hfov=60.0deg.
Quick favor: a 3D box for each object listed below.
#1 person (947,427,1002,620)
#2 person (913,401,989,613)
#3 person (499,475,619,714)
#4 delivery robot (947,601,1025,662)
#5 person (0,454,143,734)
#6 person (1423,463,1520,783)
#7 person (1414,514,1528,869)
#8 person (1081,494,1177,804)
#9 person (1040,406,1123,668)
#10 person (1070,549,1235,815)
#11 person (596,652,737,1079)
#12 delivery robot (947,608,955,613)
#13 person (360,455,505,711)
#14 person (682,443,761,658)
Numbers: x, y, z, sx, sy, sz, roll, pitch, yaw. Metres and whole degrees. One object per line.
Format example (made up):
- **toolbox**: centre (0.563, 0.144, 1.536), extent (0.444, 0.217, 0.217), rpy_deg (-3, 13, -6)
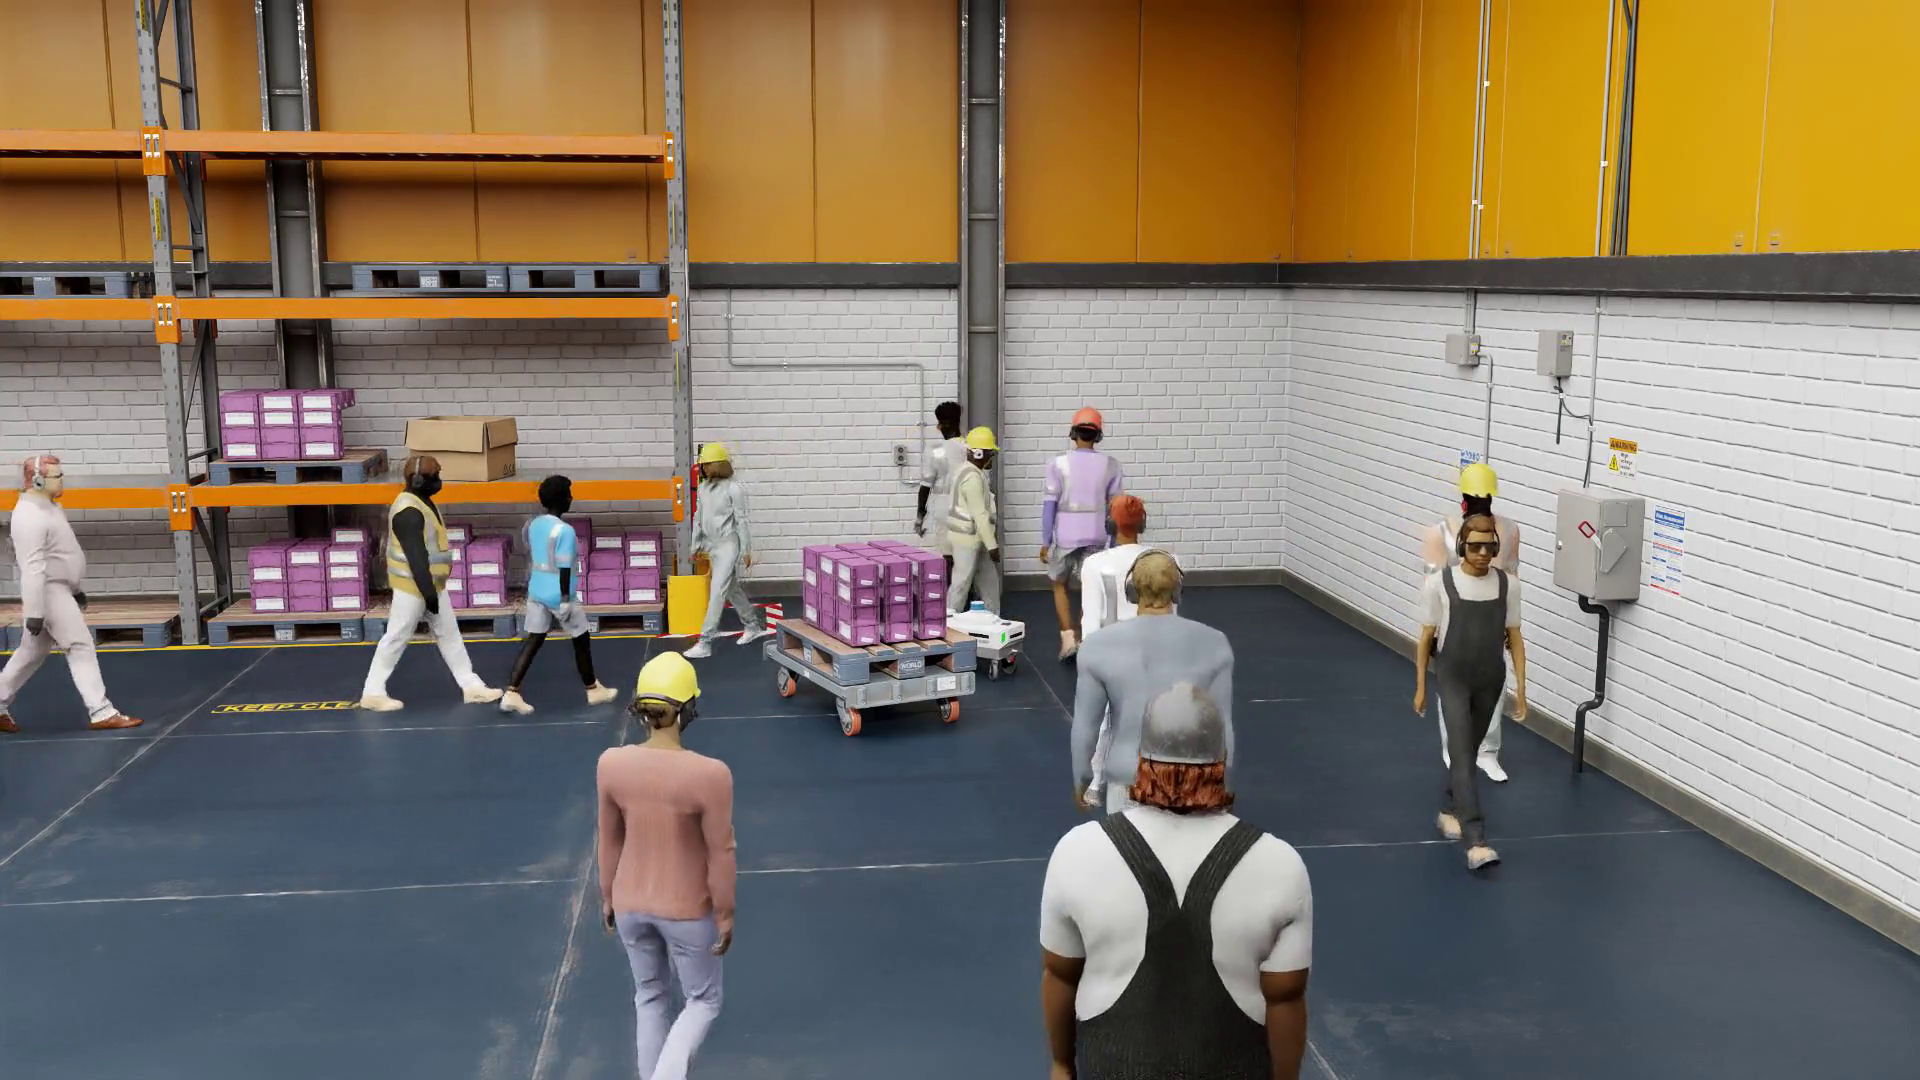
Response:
- **person**: centre (0.200, -0.013, 13.434), extent (0.796, 1.797, 0.627), rpy_deg (0, 9, -2)
- **person**: centre (-0.066, -0.222, 14.309), extent (0.613, 1.937, 0.511), rpy_deg (-5, 11, -30)
- **person**: centre (-2.816, 0.374, 11.475), extent (0.859, 1.656, 0.539), rpy_deg (-9, 13, -43)
- **delivery robot**: centre (0.129, 0.705, 12.550), extent (0.707, 0.478, 0.477), rpy_deg (6, 11, 33)
- **person**: centre (-6.003, 0.360, 10.905), extent (0.960, 1.870, 0.635), rpy_deg (-5, 10, -27)
- **person**: centre (3.078, 0.496, 9.930), extent (0.624, 1.901, 0.704), rpy_deg (-1, 9, -5)
- **person**: centre (2.667, 0.765, 8.608), extent (0.533, 1.791, 0.950), rpy_deg (-1, 9, -3)
- **person**: centre (0.940, 0.660, 9.173), extent (0.600, 1.835, 0.999), rpy_deg (-3, 10, -18)
- **person**: centre (0.929, -0.020, 12.823), extent (0.649, 2.017, 0.469), rpy_deg (-1, 9, -7)
- **person**: centre (0.781, 0.978, 6.888), extent (0.655, 1.913, 0.728), rpy_deg (0, 9, 0)
- **person**: centre (-1.026, 1.263, 5.662), extent (0.528, 1.753, 0.550), rpy_deg (3, 10, 17)
- **delivery robot**: centre (-0.369, 0.619, 13.086), extent (0.477, 0.478, 0.707), rpy_deg (-9, 13, -44)
- **person**: centre (-3.735, 0.302, 11.528), extent (0.969, 1.792, 0.646), rpy_deg (-1, 9, -5)
- **person**: centre (-1.910, 0.060, 13.345), extent (0.503, 1.697, 0.911), rpy_deg (8, 12, 41)
